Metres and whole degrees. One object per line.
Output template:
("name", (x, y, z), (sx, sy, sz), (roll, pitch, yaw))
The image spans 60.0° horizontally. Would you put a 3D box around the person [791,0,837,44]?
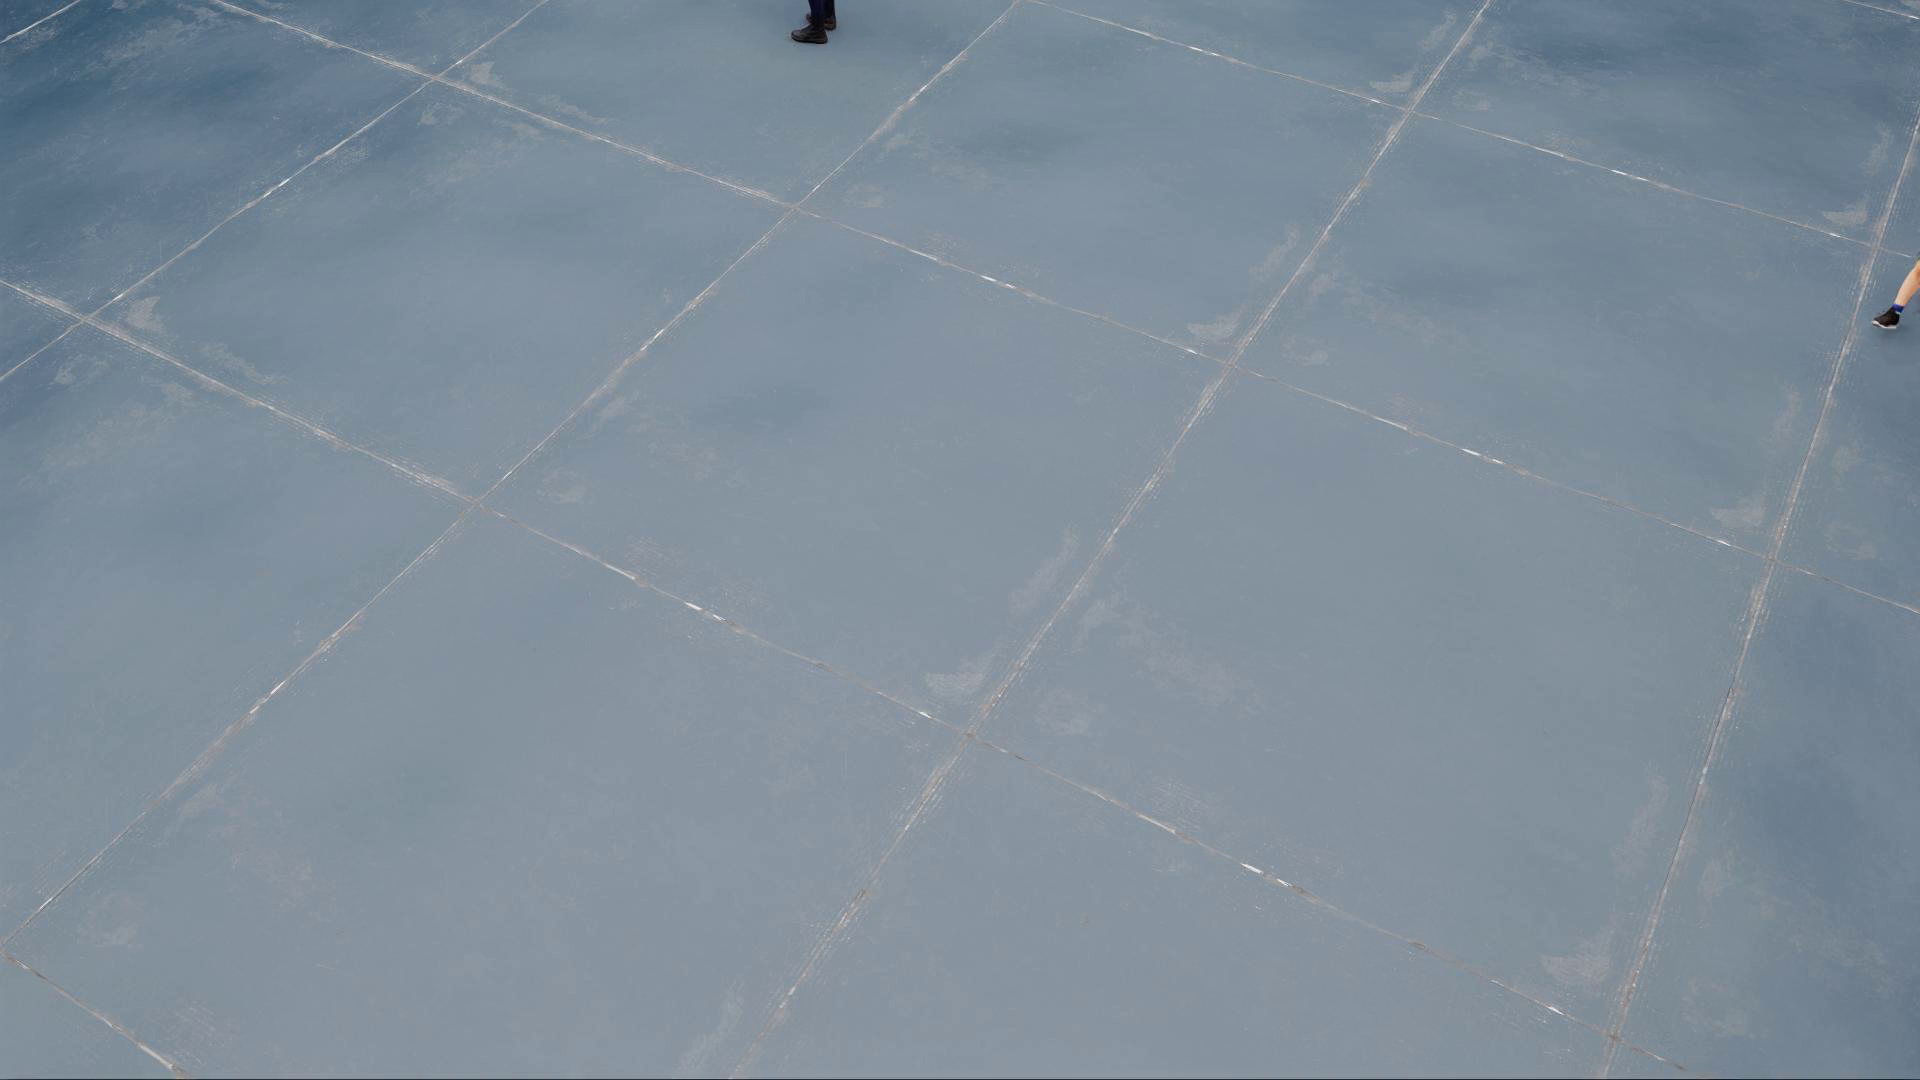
("person", (-1.020, -4.225, 11.289), (0.570, 1.740, 0.589), (16, 49, 14))
